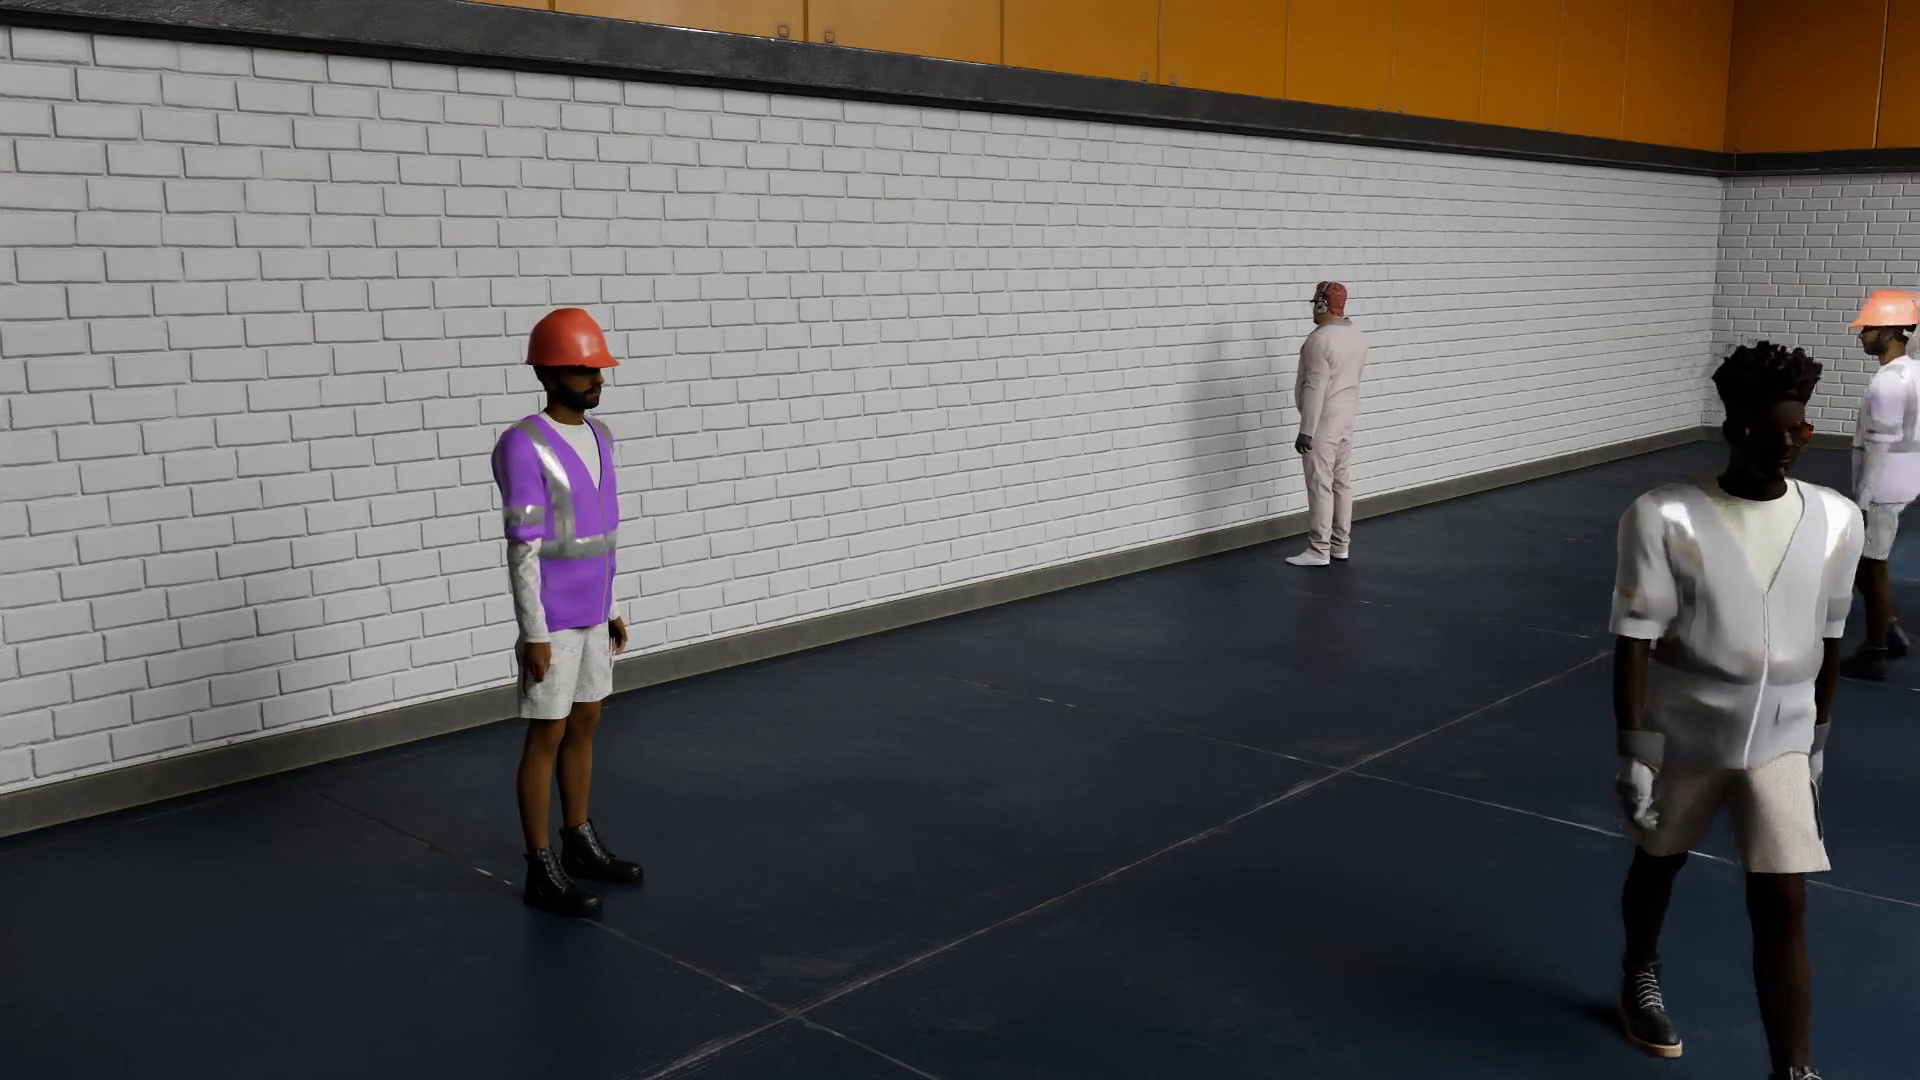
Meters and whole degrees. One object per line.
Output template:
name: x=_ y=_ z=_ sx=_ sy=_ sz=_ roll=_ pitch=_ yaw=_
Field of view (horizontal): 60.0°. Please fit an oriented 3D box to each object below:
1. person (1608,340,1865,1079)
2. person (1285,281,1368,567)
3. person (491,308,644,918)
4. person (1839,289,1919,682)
person: x=1.880 y=0.478 z=4.045 sx=0.613 sy=1.910 sz=1.034 roll=1 pitch=10 yaw=3
person: x=2.445 y=-0.774 z=11.166 sx=0.409 sy=1.907 sz=0.651 roll=9 pitch=13 yaw=40
person: x=-1.247 y=0.226 z=5.384 sx=0.371 sy=1.939 sz=0.543 roll=4 pitch=11 yaw=20
person: x=4.480 y=-0.253 z=8.142 sx=0.399 sy=1.926 sz=0.567 roll=8 pitch=13 yaw=39
